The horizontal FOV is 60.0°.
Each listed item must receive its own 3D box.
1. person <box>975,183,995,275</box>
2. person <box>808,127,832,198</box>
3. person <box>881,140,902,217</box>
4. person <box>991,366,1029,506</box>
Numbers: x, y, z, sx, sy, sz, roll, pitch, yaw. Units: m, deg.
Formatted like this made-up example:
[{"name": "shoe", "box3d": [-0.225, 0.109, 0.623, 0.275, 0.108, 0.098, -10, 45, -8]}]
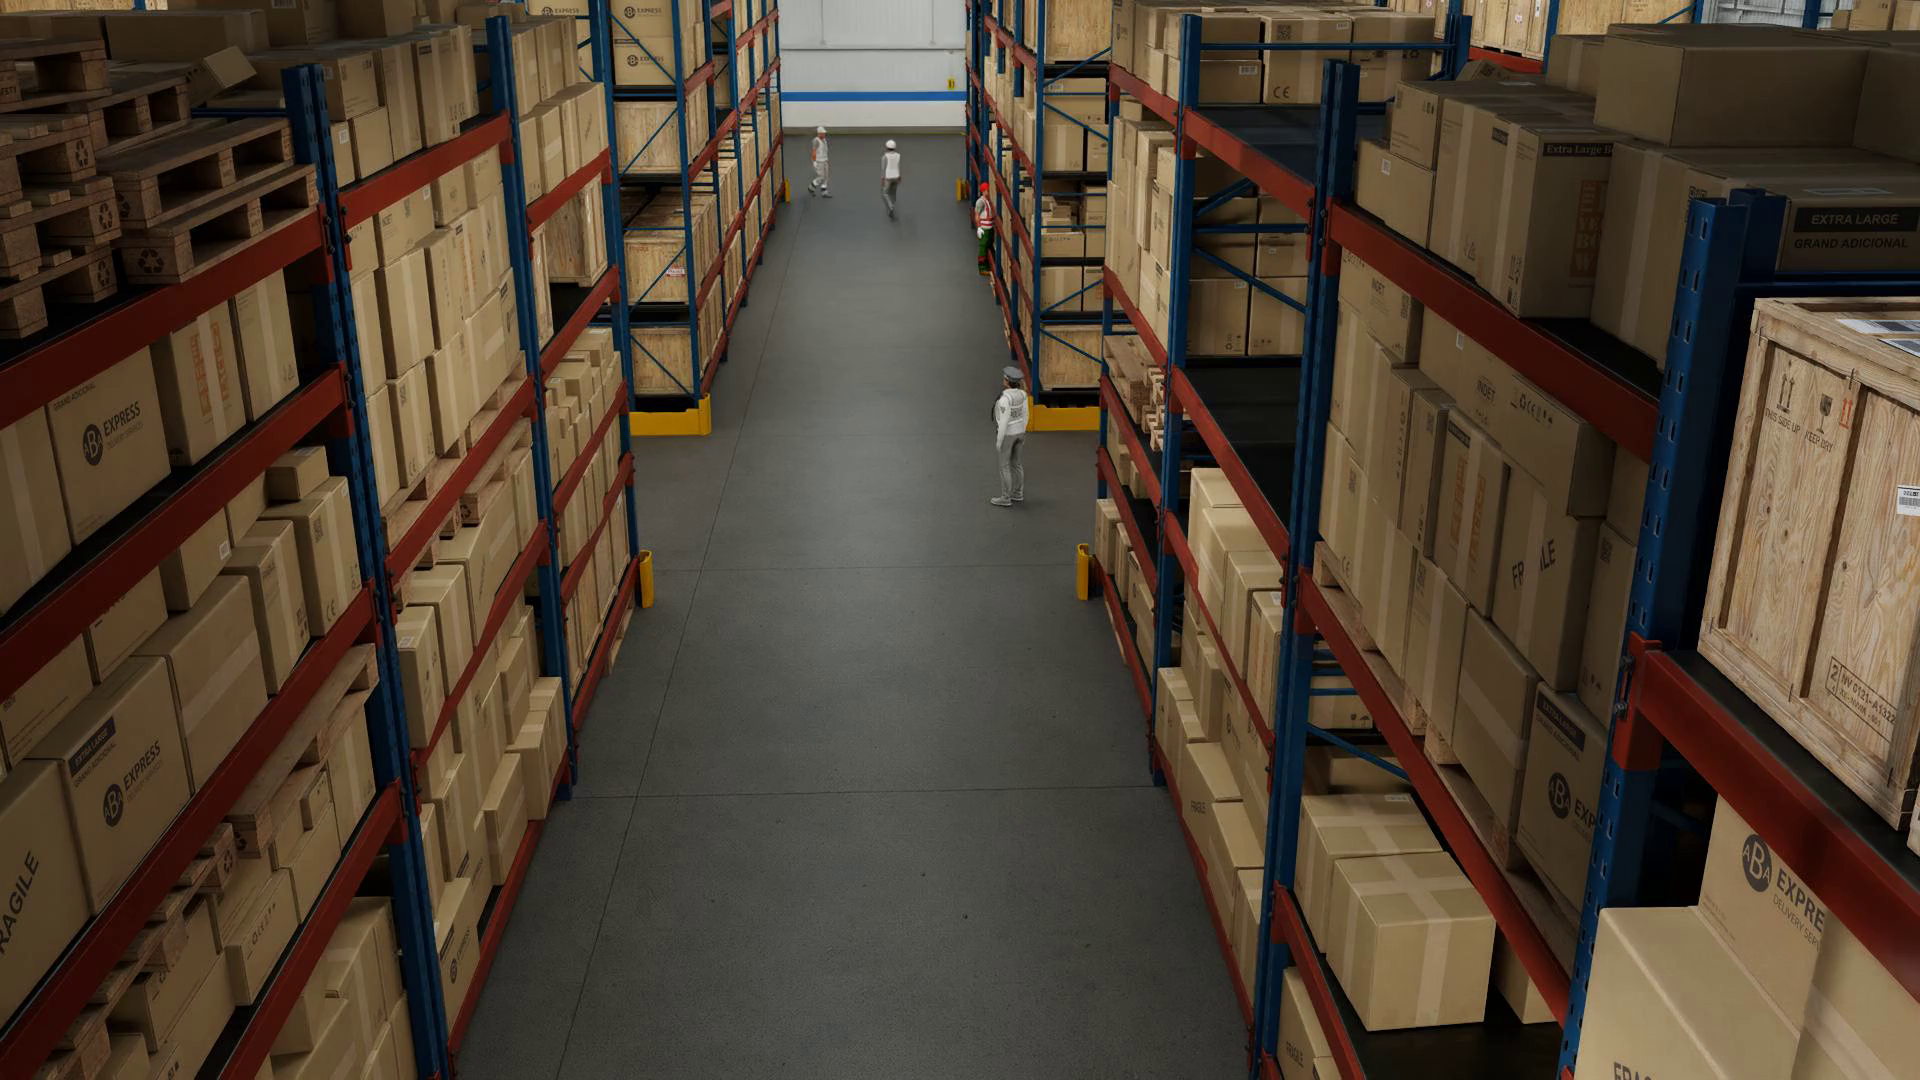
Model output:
[{"name": "person", "box3d": [0.550, -6.186, 33.035, 0.370, 1.795, 0.544, 10, 23, 25]}, {"name": "person", "box3d": [-3.541, -9.514, 41.915, 0.527, 1.788, 0.626, 11, 23, 26]}, {"name": "person", "box3d": [-1.659, -8.621, 39.596, 0.549, 1.788, 0.642, -12, 23, -28]}, {"name": "person", "box3d": [0.591, -1.252, 19.960, 0.349, 1.690, 0.469, 17, 26, 38]}]
